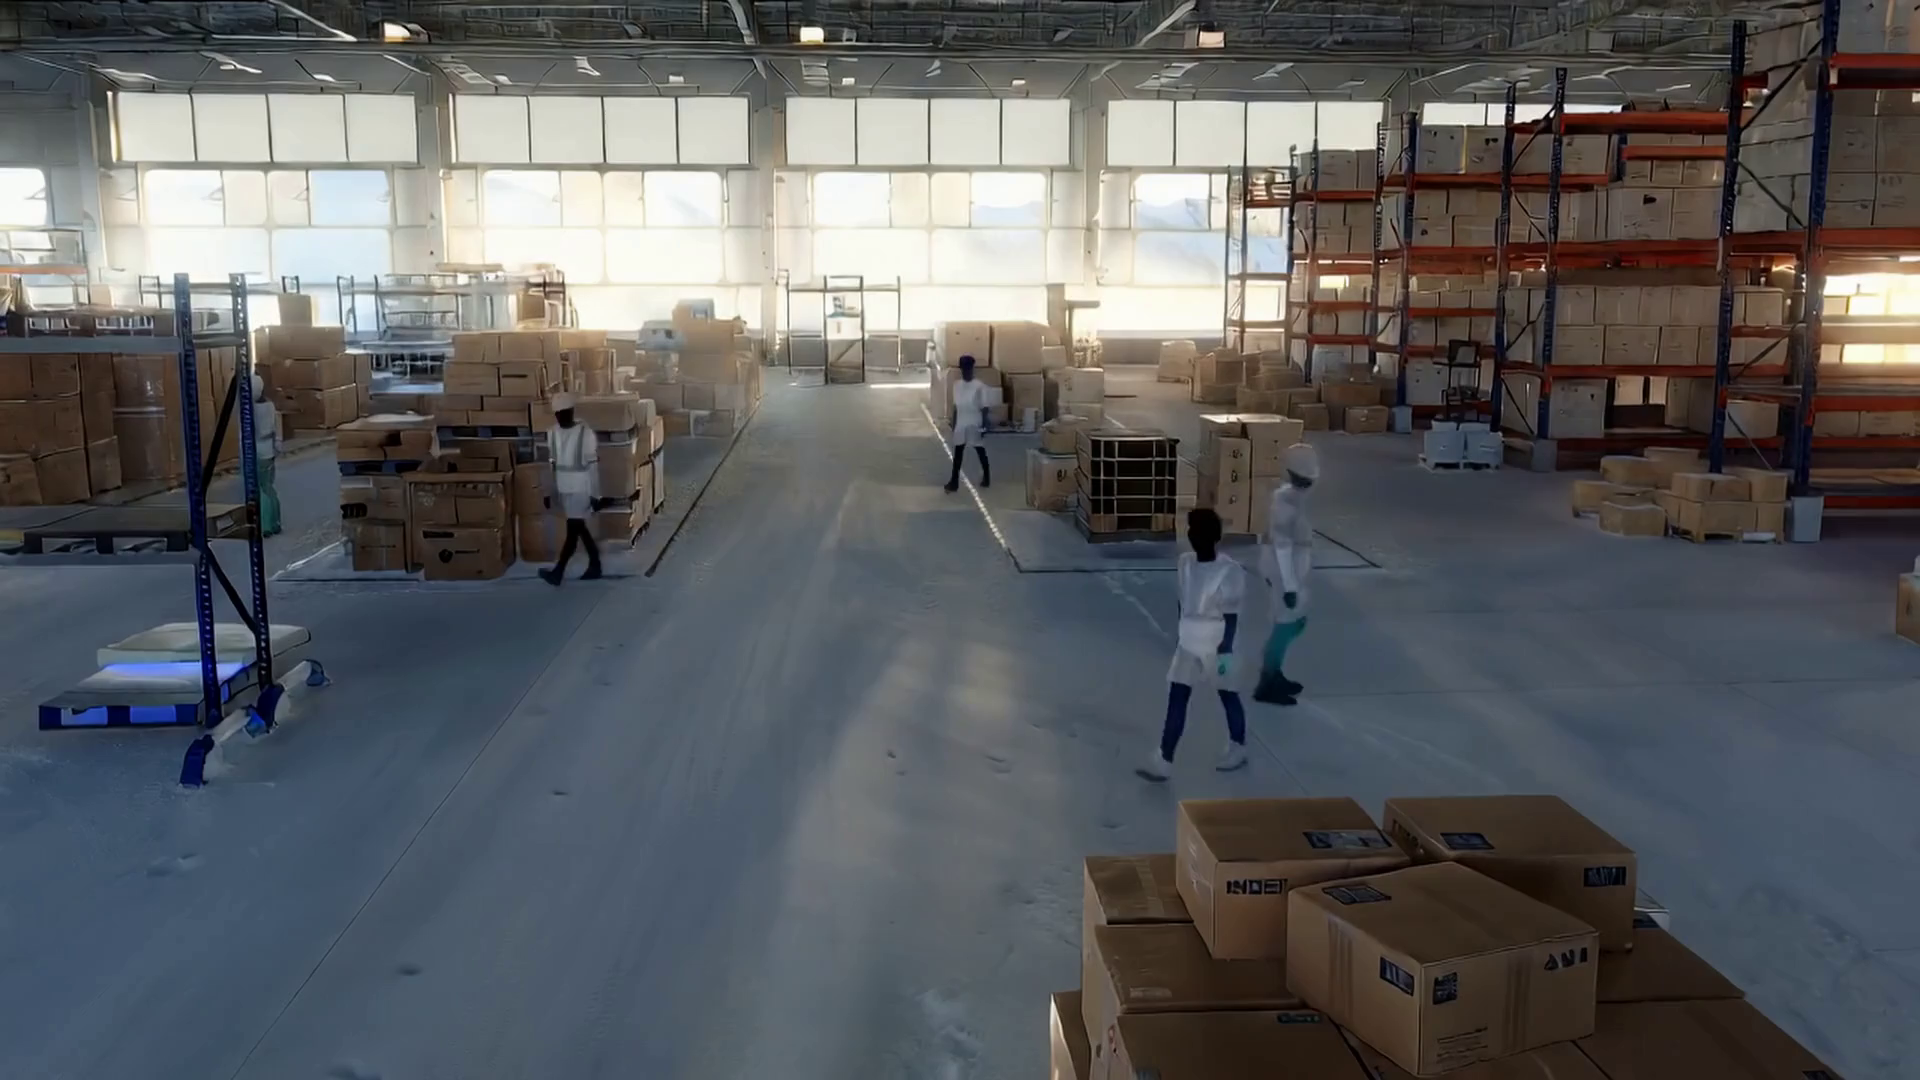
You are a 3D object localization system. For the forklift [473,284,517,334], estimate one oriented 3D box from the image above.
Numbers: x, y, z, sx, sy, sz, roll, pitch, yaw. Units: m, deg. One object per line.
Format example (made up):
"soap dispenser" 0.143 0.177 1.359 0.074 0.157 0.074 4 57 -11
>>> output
"forklift" -10.292 -4.297 37.010 1.129 2.768 1.873 -2 9 -12

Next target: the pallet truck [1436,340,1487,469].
"pallet truck" 8.004 -2.170 26.422 0.823 1.965 1.885 2 9 14

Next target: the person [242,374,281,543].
"person" -7.914 -0.919 18.813 0.388 1.919 0.593 1 9 4

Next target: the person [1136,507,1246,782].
"person" 1.443 0.626 9.933 0.861 1.644 0.551 -8 12 -42

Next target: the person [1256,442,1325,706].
"person" 2.314 0.240 11.631 0.501 1.888 0.602 4 10 25

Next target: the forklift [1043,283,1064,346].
"forklift" 2.269 -4.771 39.987 1.873 2.768 1.129 2 9 11

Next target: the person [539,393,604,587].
"person" -3.829 -0.487 16.231 0.565 1.876 1.005 5 10 30

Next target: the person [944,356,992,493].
"person" 0.154 -1.631 23.299 0.618 1.919 0.997 6 11 33
